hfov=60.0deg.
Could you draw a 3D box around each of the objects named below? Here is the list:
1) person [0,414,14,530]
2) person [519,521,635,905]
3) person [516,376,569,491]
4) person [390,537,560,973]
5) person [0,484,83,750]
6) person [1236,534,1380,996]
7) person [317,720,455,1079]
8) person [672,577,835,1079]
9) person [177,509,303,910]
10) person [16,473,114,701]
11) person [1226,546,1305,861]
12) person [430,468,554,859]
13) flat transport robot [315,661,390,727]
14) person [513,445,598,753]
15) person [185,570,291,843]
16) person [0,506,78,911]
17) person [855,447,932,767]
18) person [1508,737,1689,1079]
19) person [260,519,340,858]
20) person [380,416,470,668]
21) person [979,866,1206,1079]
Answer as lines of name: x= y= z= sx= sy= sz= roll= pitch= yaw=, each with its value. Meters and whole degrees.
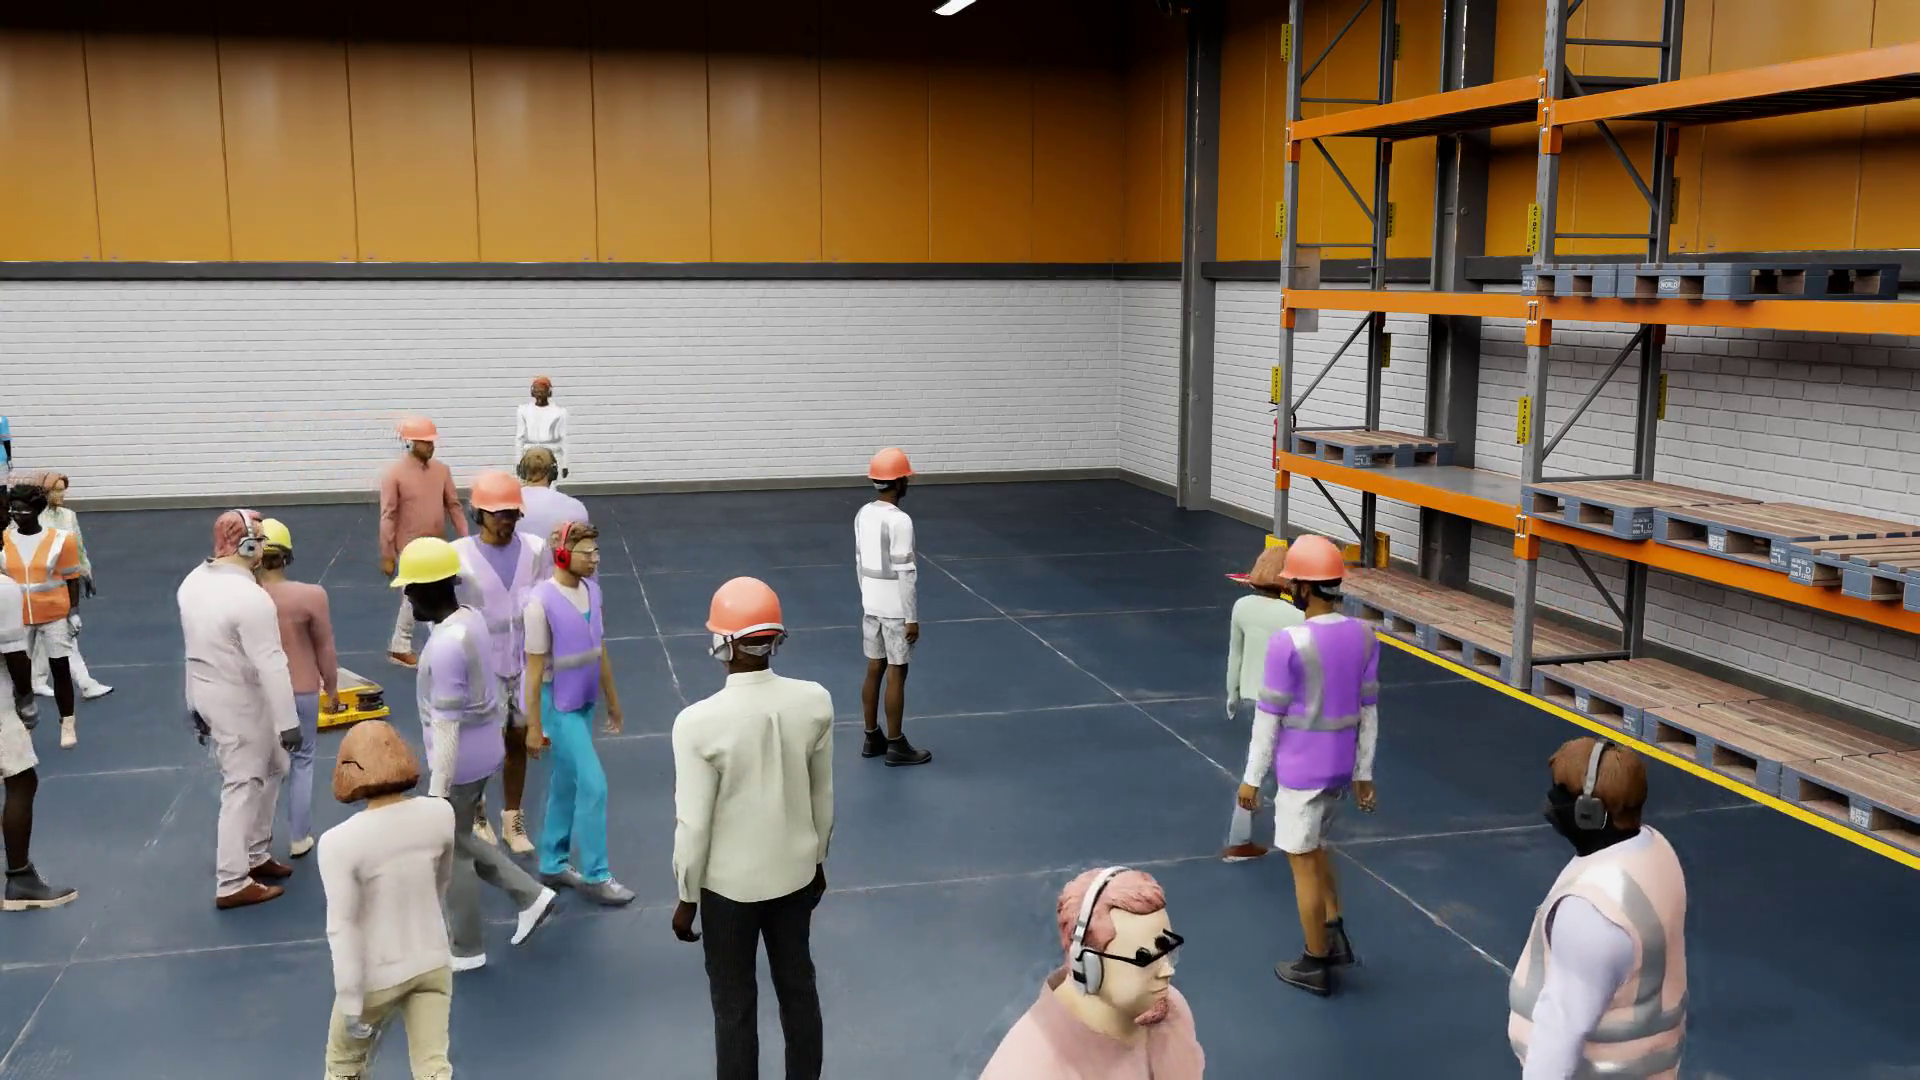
person: x=-11.053 y=-0.884 z=18.905 sx=0.533 sy=1.697 sz=0.322 roll=-3 pitch=10 yaw=-17
person: x=-1.760 y=0.818 z=7.905 sx=0.731 sy=1.819 sz=0.590 roll=2 pitch=9 yaw=13
person: x=-4.602 y=-0.891 z=18.433 sx=0.577 sy=1.859 sz=0.731 roll=1 pitch=9 yaw=4
person: x=-2.071 y=0.919 z=7.006 sx=0.562 sy=1.902 sz=0.608 roll=-1 pitch=9 yaw=-9
person: x=-5.768 y=0.482 z=10.391 sx=0.535 sy=1.693 sz=0.322 roll=-3 pitch=9 yaw=-16
person: x=1.438 y=0.933 z=6.885 sx=0.547 sy=1.920 sz=0.431 roll=-7 pitch=12 yaw=-38
person: x=-1.818 y=1.355 z=5.261 sx=0.819 sy=1.594 sz=0.486 roll=8 pitch=12 yaw=40
person: x=-0.688 y=1.108 z=5.547 sx=0.612 sy=1.995 sz=0.376 roll=-8 pitch=12 yaw=-40
person: x=-3.329 y=0.787 z=7.874 sx=0.688 sy=1.883 sz=0.594 roll=8 pitch=12 yaw=42
person: x=-6.237 y=0.331 z=11.594 sx=0.822 sy=1.594 sz=0.541 roll=1 pitch=9 yaw=9
person: x=1.671 y=0.823 z=8.577 sx=0.818 sy=1.600 sz=0.504 roll=-5 pitch=11 yaw=-30
person: x=-2.311 y=0.638 z=8.408 sx=0.648 sy=2.021 sz=0.460 roll=-8 pitch=12 yaw=-41
flat transport robot: x=-4.506 y=1.032 z=11.384 sx=0.652 sy=0.197 sz=1.431 roll=-8 pitch=12 yaw=-40
person: x=-2.610 y=0.349 z=10.550 sx=0.668 sy=1.910 sz=0.788 roll=1 pitch=9 yaw=7
person: x=-3.586 y=0.849 z=8.316 sx=0.521 sy=1.617 sz=0.415 roll=-7 pitch=12 yaw=-39
person: x=-4.672 y=0.775 z=7.855 sx=0.864 sy=1.938 sz=0.406 roll=2 pitch=9 yaw=14
person: x=-0.415 y=0.403 z=10.114 sx=0.347 sy=1.942 sz=0.549 roll=-6 pitch=11 yaw=-35
person: x=1.601 y=1.393 z=4.387 sx=0.979 sy=1.790 sz=0.651 roll=6 pitch=11 yaw=32
person: x=-3.443 y=0.765 z=8.438 sx=0.538 sy=1.754 sz=0.360 roll=-2 pitch=9 yaw=-13
person: x=-3.947 y=0.048 z=12.339 sx=1.050 sy=1.939 sz=0.627 roll=4 pitch=10 yaw=25
person: x=0.277 y=1.531 z=3.336 sx=0.969 sy=1.866 sz=0.654 roll=6 pitch=11 yaw=35
